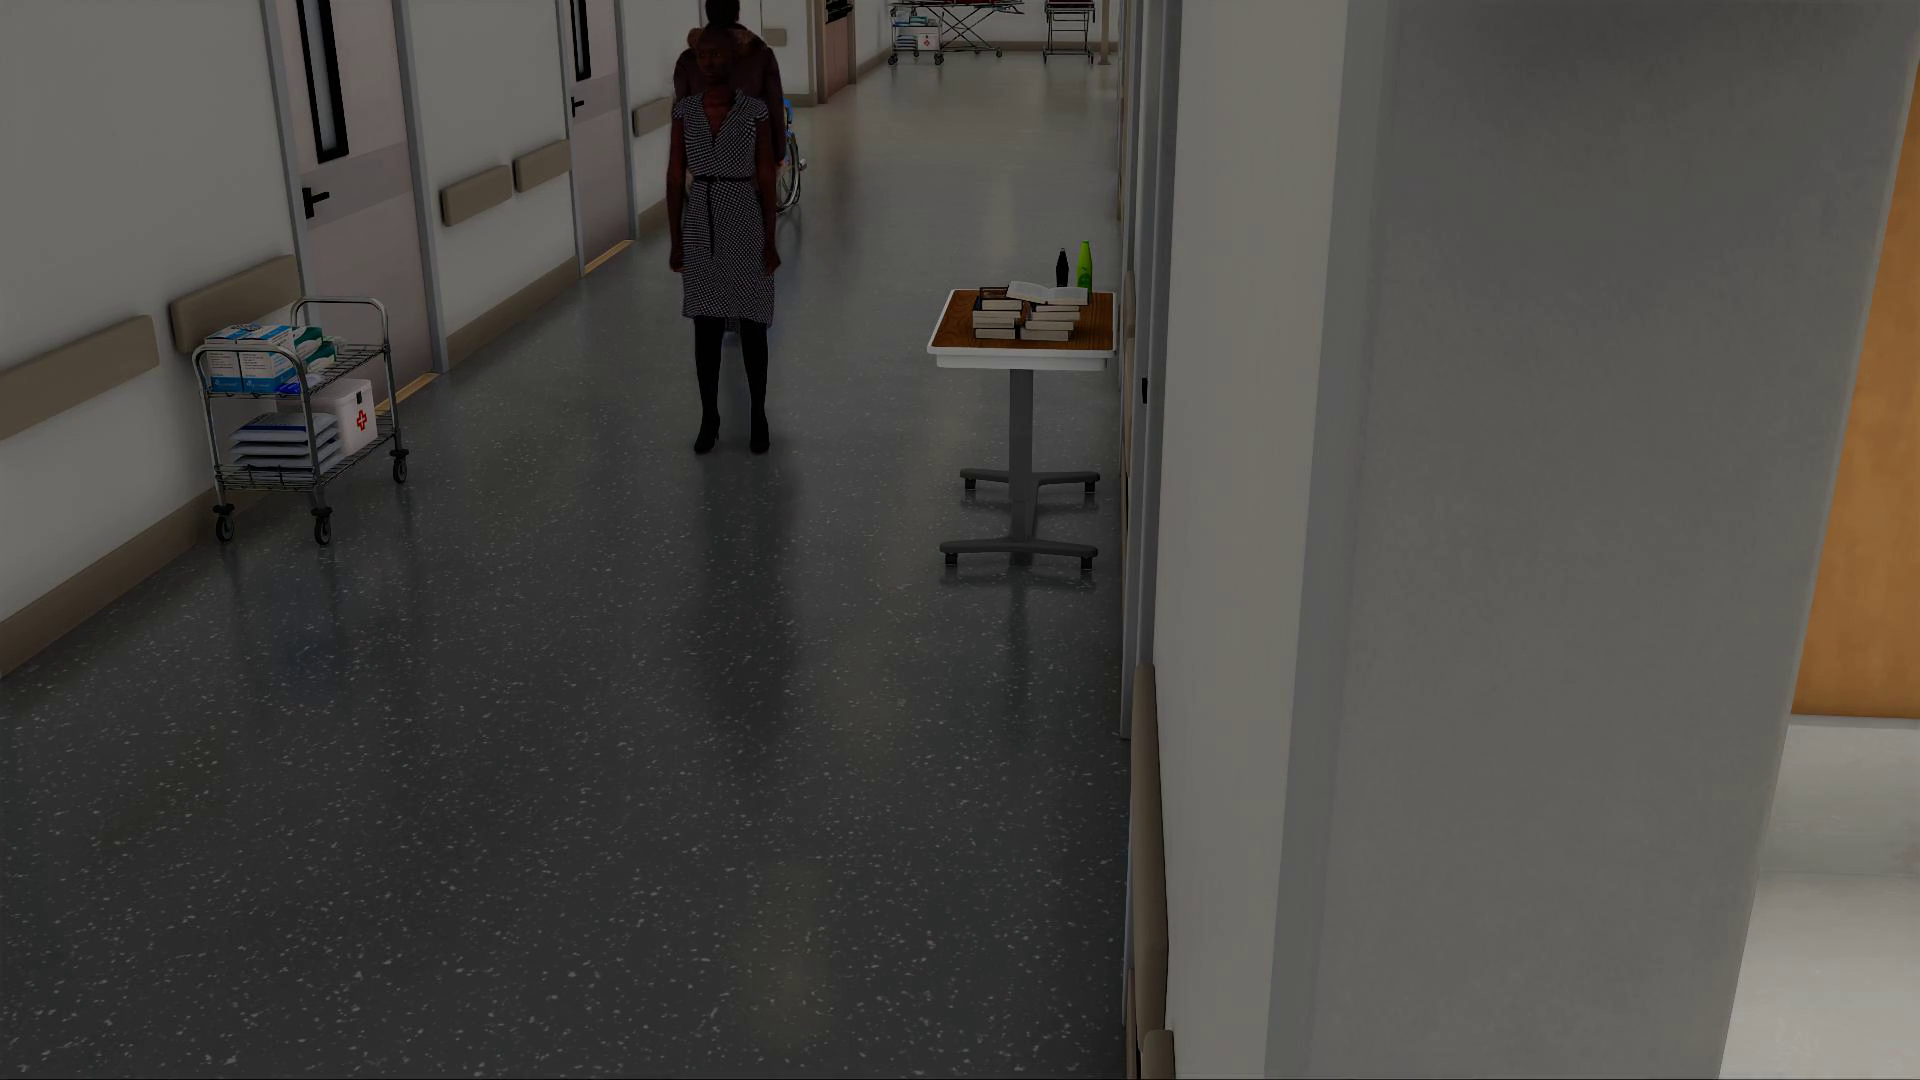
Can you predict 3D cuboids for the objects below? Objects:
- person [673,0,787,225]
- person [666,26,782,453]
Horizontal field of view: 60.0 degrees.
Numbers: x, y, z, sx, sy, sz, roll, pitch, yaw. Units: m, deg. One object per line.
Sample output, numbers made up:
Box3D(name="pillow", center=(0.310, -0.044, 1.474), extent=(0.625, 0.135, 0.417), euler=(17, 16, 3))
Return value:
Box3D(name="person", center=(-1.259, -2.081, 9.210), extent=(0.779, 1.820, 1.095), euler=(3, 21, 8))
Box3D(name="person", center=(-0.994, -1.253, 7.067), extent=(0.628, 1.789, 0.514), euler=(1, 21, 3))
